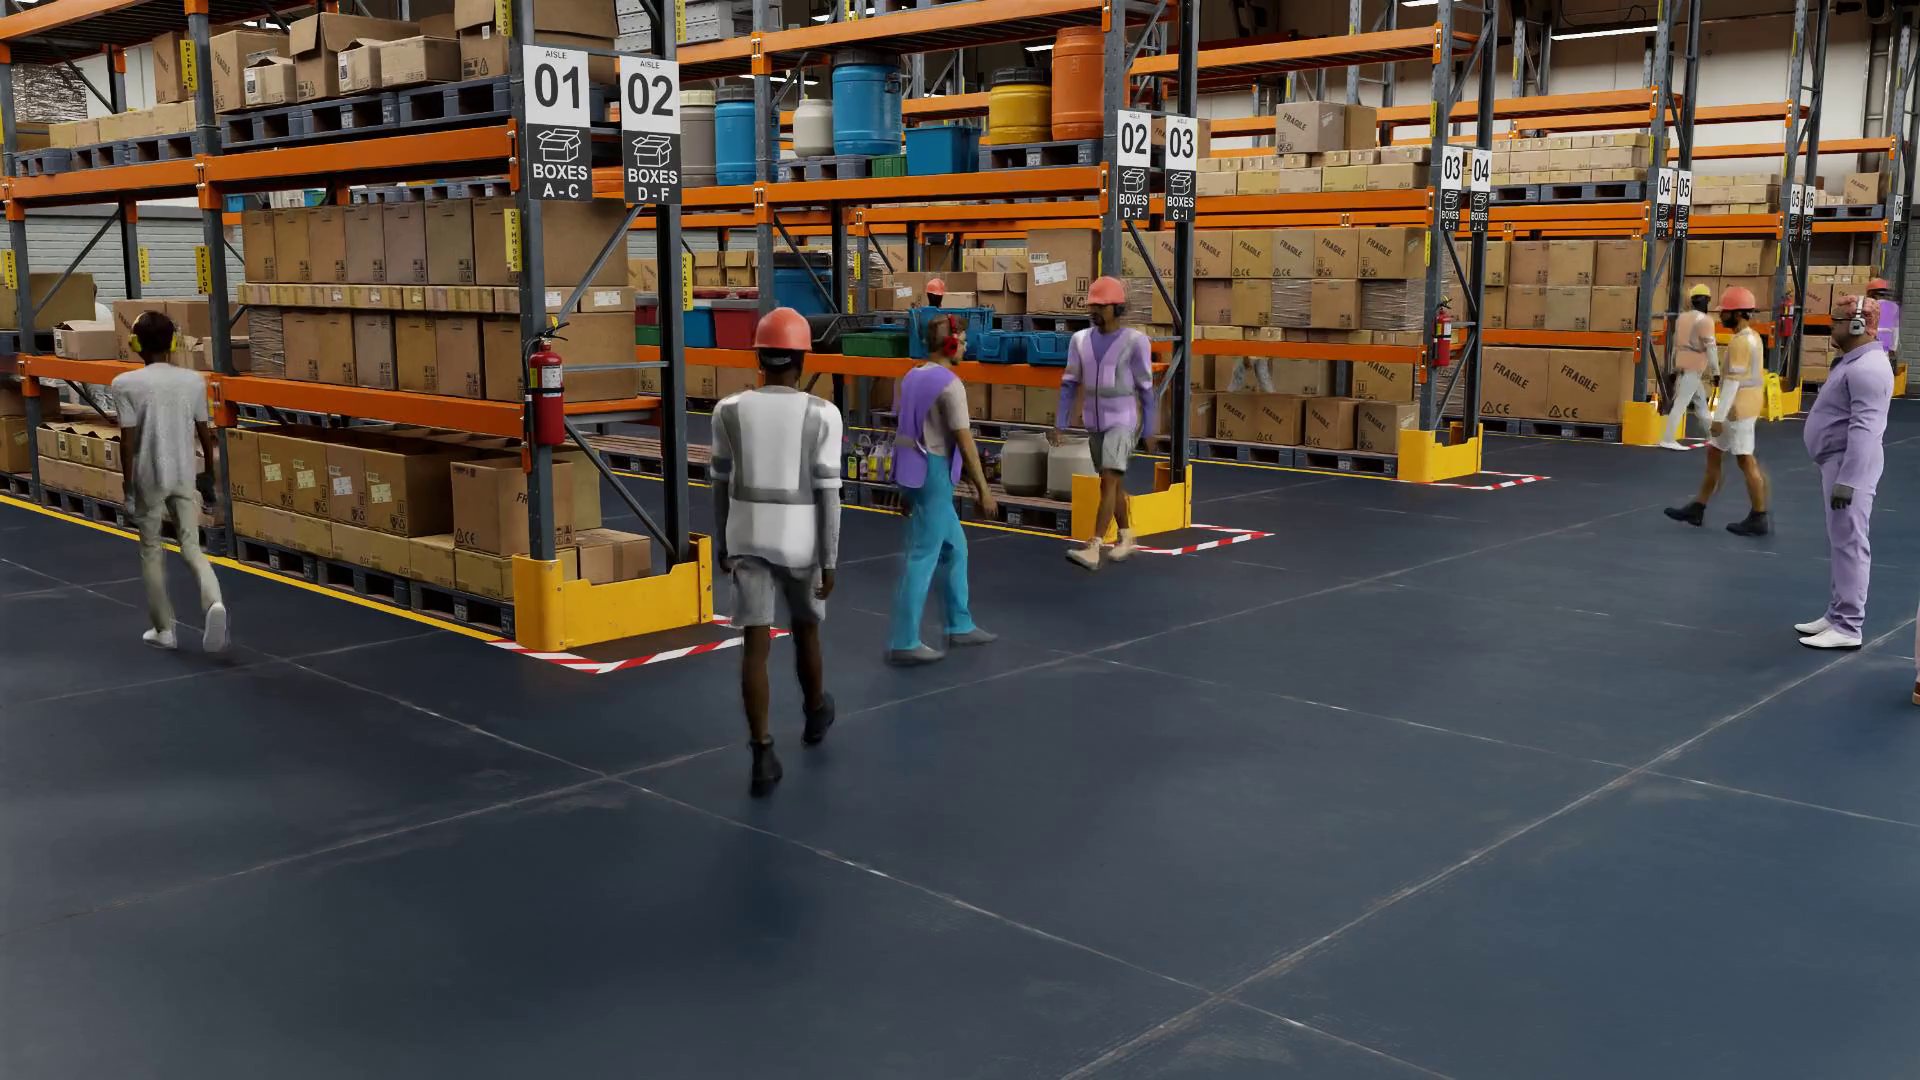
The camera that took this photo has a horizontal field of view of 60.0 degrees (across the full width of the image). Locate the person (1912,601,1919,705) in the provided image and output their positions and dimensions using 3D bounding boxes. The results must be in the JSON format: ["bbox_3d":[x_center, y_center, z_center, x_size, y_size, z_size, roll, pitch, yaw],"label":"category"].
[{"bbox_3d":[4.747,-0.213,7.827,0.383,1.996,0.609,7,12,37],"label":"person"}]

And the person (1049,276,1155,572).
[{"bbox_3d":[0.980,-0.800,11.425,0.625,1.990,1.022,7,12,39],"label":"person"}]

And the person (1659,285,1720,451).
[{"bbox_3d":[8.391,-1.947,18.853,0.982,1.857,0.643,-1,9,-7],"label":"person"}]

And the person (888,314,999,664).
[{"bbox_3d":[-0.033,-0.266,8.707,0.800,1.809,0.570,-3,10,-20],"label":"person"}]

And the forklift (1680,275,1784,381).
[{"bbox_3d":[12.480,-3.427,27.053,1.214,2.155,2.313,9,13,43],"label":"forklift"}]

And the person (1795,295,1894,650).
[{"bbox_3d":[4.801,-0.368,9.045,0.406,1.910,0.639,4,10,25],"label":"person"}]

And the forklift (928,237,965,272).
[{"bbox_3d":[-0.326,-5.817,39.609,1.129,2.768,1.873,9,13,43],"label":"forklift"}]

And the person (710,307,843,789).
[{"bbox_3d":[-0.740,0.002,6.824,0.571,1.885,0.966,1,9,4],"label":"person"}]

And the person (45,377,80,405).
[{"bbox_3d":[-12.271,-2.618,22.571,0.611,1.996,0.379,-7,11,-36],"label":"person"}]

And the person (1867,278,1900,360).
[{"bbox_3d":[12.935,-2.732,23.516,0.578,1.909,0.556,-1,9,-6],"label":"person"}]

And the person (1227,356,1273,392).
[{"bbox_3d":[3.872,-2.553,22.482,0.626,1.888,1.023,-9,13,-44],"label":"person"}]

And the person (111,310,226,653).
[{"bbox_3d":[-4.192,-0.301,8.858,0.805,1.842,0.515,9,13,44],"label":"person"}]

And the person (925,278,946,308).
[{"bbox_3d":[-0.305,-2.148,19.876,0.374,1.934,0.548,9,13,44],"label":"person"}]

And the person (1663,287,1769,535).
[{"bbox_3d":[5.947,-1.011,12.992,0.895,1.899,0.587,5,11,30],"label":"person"}]

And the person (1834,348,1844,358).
[{"bbox_3d":[11.045,-2.110,20.569,0.367,1.623,0.534,-6,11,-32],"label":"person"}]

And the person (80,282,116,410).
[{"bbox_3d":[-9.702,-1.950,18.648,0.379,1.940,0.629,0,9,1],"label":"person"}]

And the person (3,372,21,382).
[{"bbox_3d":[-11.343,-2.066,19.777,0.815,1.806,0.591,9,13,42],"label":"person"}]
